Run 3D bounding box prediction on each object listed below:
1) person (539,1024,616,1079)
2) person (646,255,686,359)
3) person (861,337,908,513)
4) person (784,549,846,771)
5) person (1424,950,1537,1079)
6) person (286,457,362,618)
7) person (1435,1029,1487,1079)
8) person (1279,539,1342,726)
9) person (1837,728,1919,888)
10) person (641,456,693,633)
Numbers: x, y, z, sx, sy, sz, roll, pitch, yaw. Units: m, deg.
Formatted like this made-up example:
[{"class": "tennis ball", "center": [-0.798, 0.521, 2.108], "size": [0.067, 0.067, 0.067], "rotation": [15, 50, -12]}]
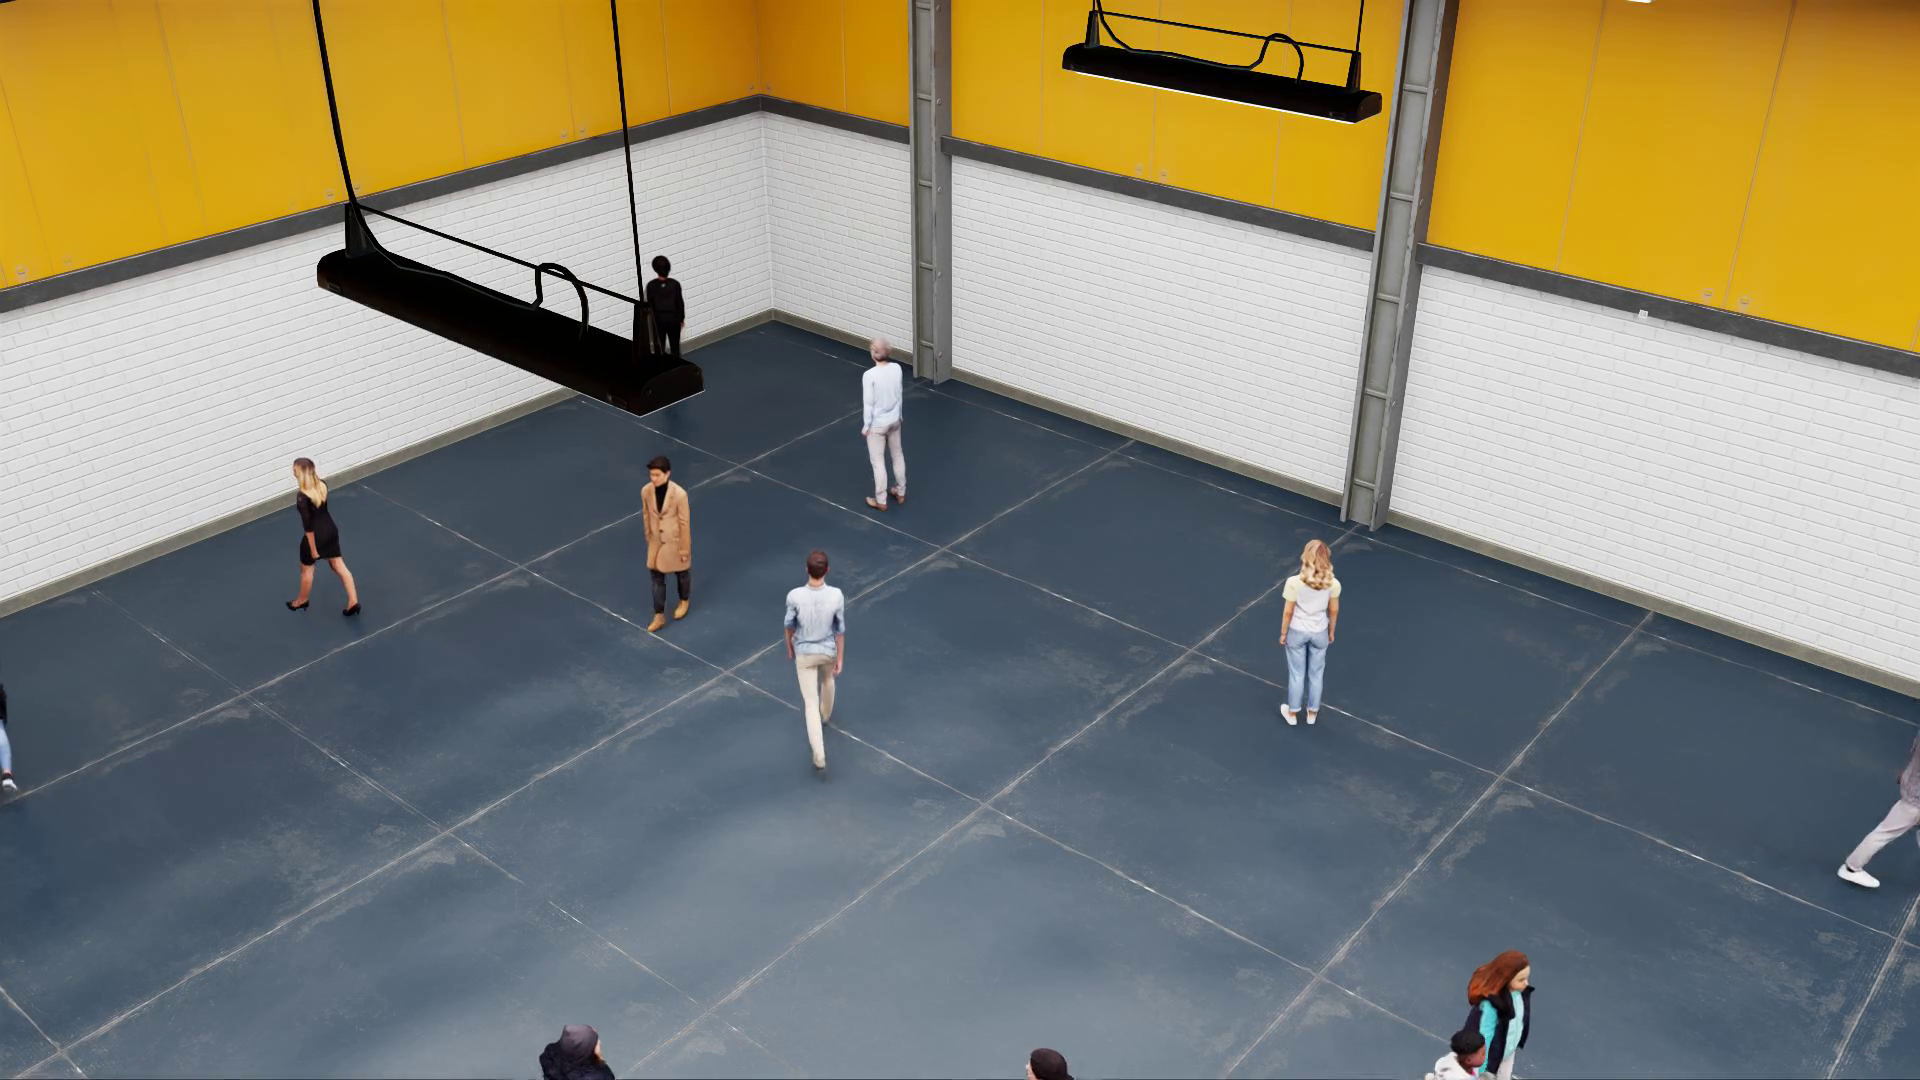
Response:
[{"class": "person", "center": [-2.127, 3.385, 9.217], "size": [0.867, 1.651, 0.931], "rotation": [-18, 33, -29]}, {"class": "person", "center": [-3.572, -2.660, 20.271], "size": [0.727, 1.677, 0.782], "rotation": [-4, 29, -7]}, {"class": "person", "center": [-0.794, -1.225, 17.419], "size": [0.714, 1.890, 0.633], "rotation": [-20, 35, -33]}, {"class": "person", "center": [-1.163, 0.990, 13.447], "size": [1.160, 1.804, 1.309], "rotation": [-5, 29, -10]}, {"class": "person", "center": [3.162, 3.026, 10.050], "size": [0.617, 1.483, 0.839], "rotation": [-25, 37, -37]}, {"class": "person", "center": [-5.840, 0.018, 15.393], "size": [1.029, 1.646, 0.804], "rotation": [8, 30, 14]}, {"class": "person", "center": [2.809, 3.329, 9.748], "size": [0.832, 1.239, 0.602], "rotation": [13, 31, 22]}, {"class": "person", "center": [2.910, 0.782, 13.915], "size": [0.691, 1.722, 0.764], "rotation": [-1, 29, -2]}, {"class": "person", "center": [6.800, 1.797, 11.973], "size": [1.180, 1.799, 0.850], "rotation": [14, 32, 24]}, {"class": "person", "center": [-2.658, -0.043, 15.445], "size": [0.960, 1.705, 0.938], "rotation": [9, 30, 15]}]
